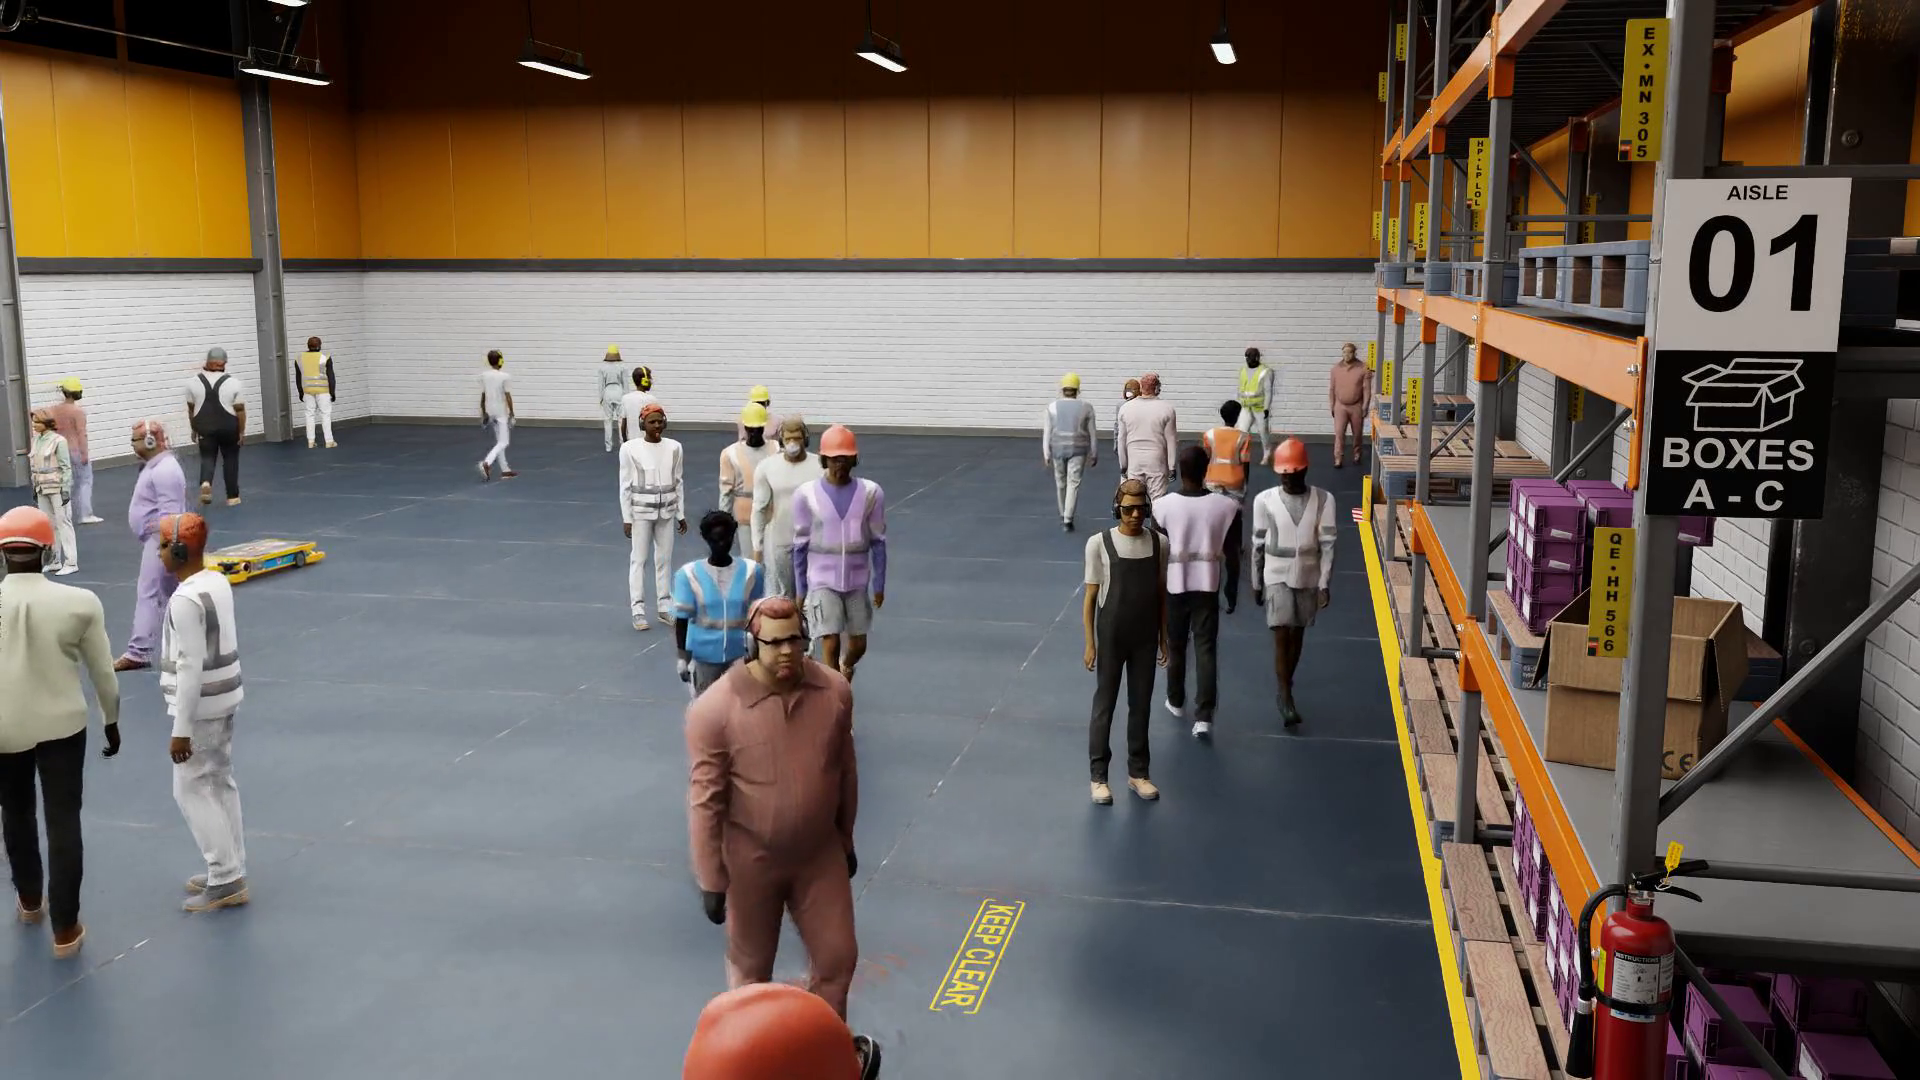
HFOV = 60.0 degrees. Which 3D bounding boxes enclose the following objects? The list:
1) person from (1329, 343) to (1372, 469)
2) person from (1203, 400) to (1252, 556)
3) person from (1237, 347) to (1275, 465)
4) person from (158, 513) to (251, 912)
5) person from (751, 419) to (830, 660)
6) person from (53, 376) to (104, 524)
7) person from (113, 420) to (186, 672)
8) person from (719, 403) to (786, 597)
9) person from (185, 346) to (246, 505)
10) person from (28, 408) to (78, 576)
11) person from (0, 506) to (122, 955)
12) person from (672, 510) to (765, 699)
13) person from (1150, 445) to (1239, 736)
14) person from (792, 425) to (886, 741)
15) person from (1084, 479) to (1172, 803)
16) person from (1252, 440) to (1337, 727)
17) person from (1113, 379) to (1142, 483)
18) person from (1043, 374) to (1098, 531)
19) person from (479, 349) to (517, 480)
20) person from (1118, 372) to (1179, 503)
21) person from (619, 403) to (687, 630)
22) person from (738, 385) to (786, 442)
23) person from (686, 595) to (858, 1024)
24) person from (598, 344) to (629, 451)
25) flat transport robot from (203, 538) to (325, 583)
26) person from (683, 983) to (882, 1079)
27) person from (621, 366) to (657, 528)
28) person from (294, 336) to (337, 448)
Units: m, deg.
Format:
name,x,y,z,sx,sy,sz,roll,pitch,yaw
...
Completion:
name,x,y,z,sx,sy,sz,roll,pitch,yaw
person,5.859,-2.032,24.959,0.633,1.876,0.908,4,10,21
person,2.720,-0.604,17.023,0.533,1.653,0.871,3,10,19
person,4.424,-1.982,24.903,0.628,1.807,0.945,7,12,35
person,-3.566,0.812,7.898,0.393,1.864,0.640,-1,9,-6
person,-1.256,0.015,12.627,0.652,1.880,1.035,0,9,-1
person,-10.331,-1.026,19.282,0.526,1.744,0.580,4,10,22
person,-6.075,0.027,12.563,0.822,1.873,0.667,-5,11,-27
person,-1.652,-0.161,13.586,0.624,1.896,0.788,-2,10,-11
person,-9.256,-1.419,20.762,0.693,2.000,0.671,-2,10,-10
person,-8.874,-0.469,16.253,0.525,1.636,0.307,5,11,27
person,-4.153,0.818,7.527,0.652,1.952,0.927,-4,10,-24
person,-1.384,0.632,9.572,0.542,1.649,0.887,-3,10,-15
person,1.530,0.317,10.861,0.602,1.877,1.026,0,9,1
person,-0.788,0.247,10.794,0.611,2.024,0.757,-2,10,-14
person,0.946,0.566,9.390,0.516,1.843,0.327,-3,10,-16
person,2.204,0.285,10.956,0.537,1.879,0.965,1,9,3
person,2.116,-1.157,20.407,0.509,1.632,0.266,6,11,31
person,1.280,-1.016,19.134,0.607,1.782,0.956,2,10,13
person,-6.519,-1.756,23.371,0.524,1.846,0.782,5,10,26
person,1.985,-0.801,17.442,0.651,1.906,0.403,4,10,25
person,-2.558,-0.199,13.890,0.572,1.883,0.355,-7,11,-34
person,-2.103,-0.792,17.872,0.533,1.747,0.425,-2,10,-11
person,-0.604,1.132,5.858,0.668,1.883,0.664,-5,11,-28
person,-5.618,-2.311,27.035,0.492,1.740,0.324,-1,9,-3
flat transport robot,-6.982,0.190,16.387,0.652,0.197,1.431,2,10,14
person,-0.119,1.627,2.603,0.674,1.986,1.046,9,13,42
person,-3.646,-1.053,19.091,0.518,1.865,0.323,5,11,27
person,-10.640,-2.442,27.524,0.626,1.843,0.430,0,9,0
